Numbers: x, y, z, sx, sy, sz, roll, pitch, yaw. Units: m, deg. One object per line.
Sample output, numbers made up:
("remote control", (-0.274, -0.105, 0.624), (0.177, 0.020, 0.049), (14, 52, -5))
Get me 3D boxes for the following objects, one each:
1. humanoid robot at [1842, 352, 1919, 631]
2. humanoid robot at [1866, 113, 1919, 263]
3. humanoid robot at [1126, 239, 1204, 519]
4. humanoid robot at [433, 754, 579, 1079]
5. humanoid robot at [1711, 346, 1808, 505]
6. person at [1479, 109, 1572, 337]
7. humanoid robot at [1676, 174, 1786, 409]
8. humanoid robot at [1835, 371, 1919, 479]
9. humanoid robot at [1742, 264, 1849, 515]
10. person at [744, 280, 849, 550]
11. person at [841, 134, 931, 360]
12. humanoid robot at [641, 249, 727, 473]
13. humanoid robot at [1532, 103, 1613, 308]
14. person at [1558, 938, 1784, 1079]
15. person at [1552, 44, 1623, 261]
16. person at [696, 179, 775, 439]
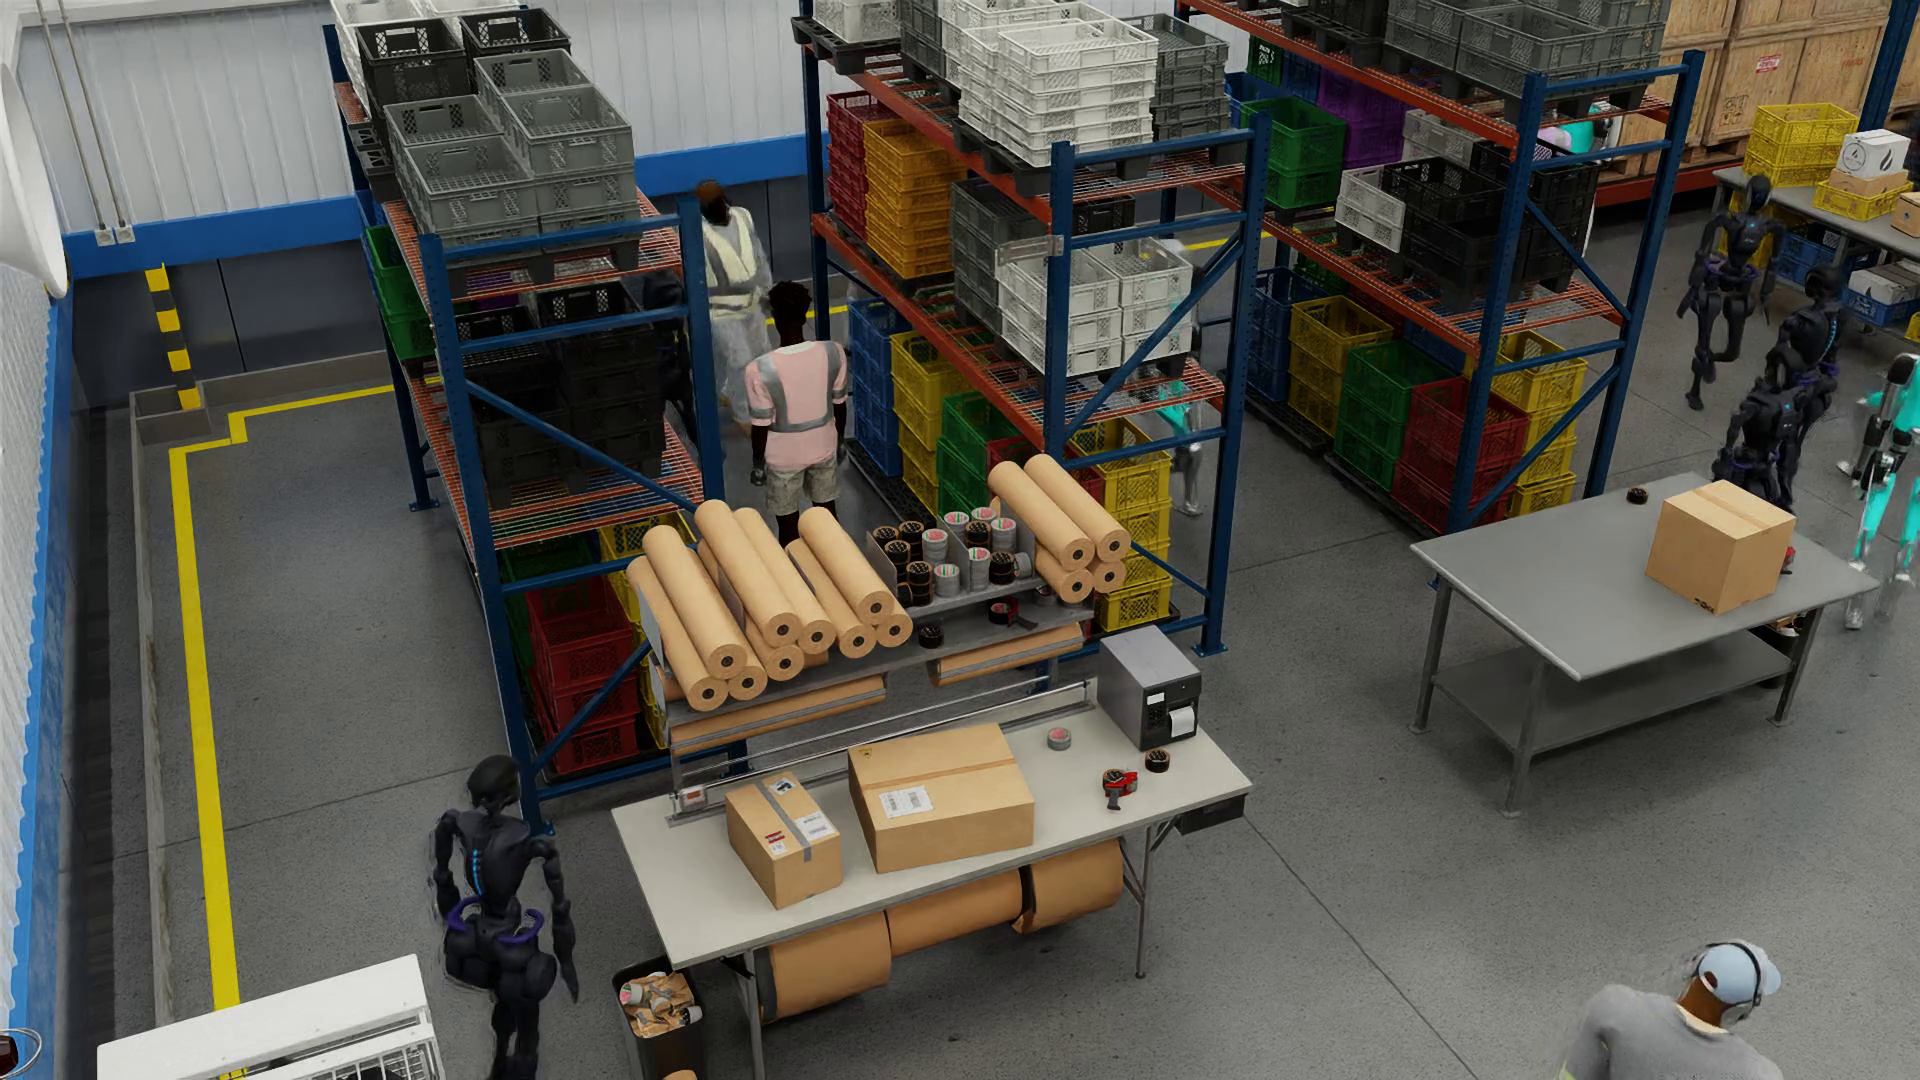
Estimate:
("humanoid robot", (5.124, -0.241, 8.983), (0.561, 1.814, 0.755), (11, 33, 17))
("humanoid robot", (7.738, -2.954, 13.425), (0.599, 1.651, 0.440), (-14, 34, -21))
("humanoid robot", (1.343, -0.877, 10.058), (0.532, 1.754, 1.071), (-14, 34, -22))
("humanoid robot", (-1.713, 1.516, 6.170), (0.591, 1.632, 0.437), (8, 32, 12))
("humanoid robot", (4.351, -0.324, 9.187), (0.612, 1.642, 0.465), (-15, 35, -23))
("person", (4.049, -2.375, 12.137), (0.604, 2.045, 0.375), (0, 32, 0))
("humanoid robot", (5.266, -1.738, 11.448), (0.600, 1.639, 0.538), (5, 32, 8))
("humanoid robot", (6.009, -1.050, 10.308), (0.552, 1.757, 1.034), (-22, 38, -31))
("humanoid robot", (5.081, -0.897, 10.076), (0.589, 1.643, 0.352), (-14, 34, -22))
("person", (-0.890, -0.503, 9.170), (0.605, 1.966, 0.368), (-18, 36, -27))
("person", (-0.514, -2.074, 11.892), (0.917, 1.787, 0.589), (11, 33, 18))
("humanoid robot", (-1.830, -1.111, 10.459), (0.644, 1.631, 0.594), (-20, 37, -28))
("humanoid robot", (4.502, -2.632, 12.829), (0.697, 1.765, 0.542), (-11, 33, -17))
("person", (2.181, 1.975, 5.294), (0.598, 1.806, 0.634), (24, 39, 34))
("person", (5.045, -3.133, 13.525), (0.569, 1.878, 0.339), (-2, 32, -3))
("person", (-1.504, -1.523, 10.983), (0.498, 1.798, 0.645), (17, 35, 25))
